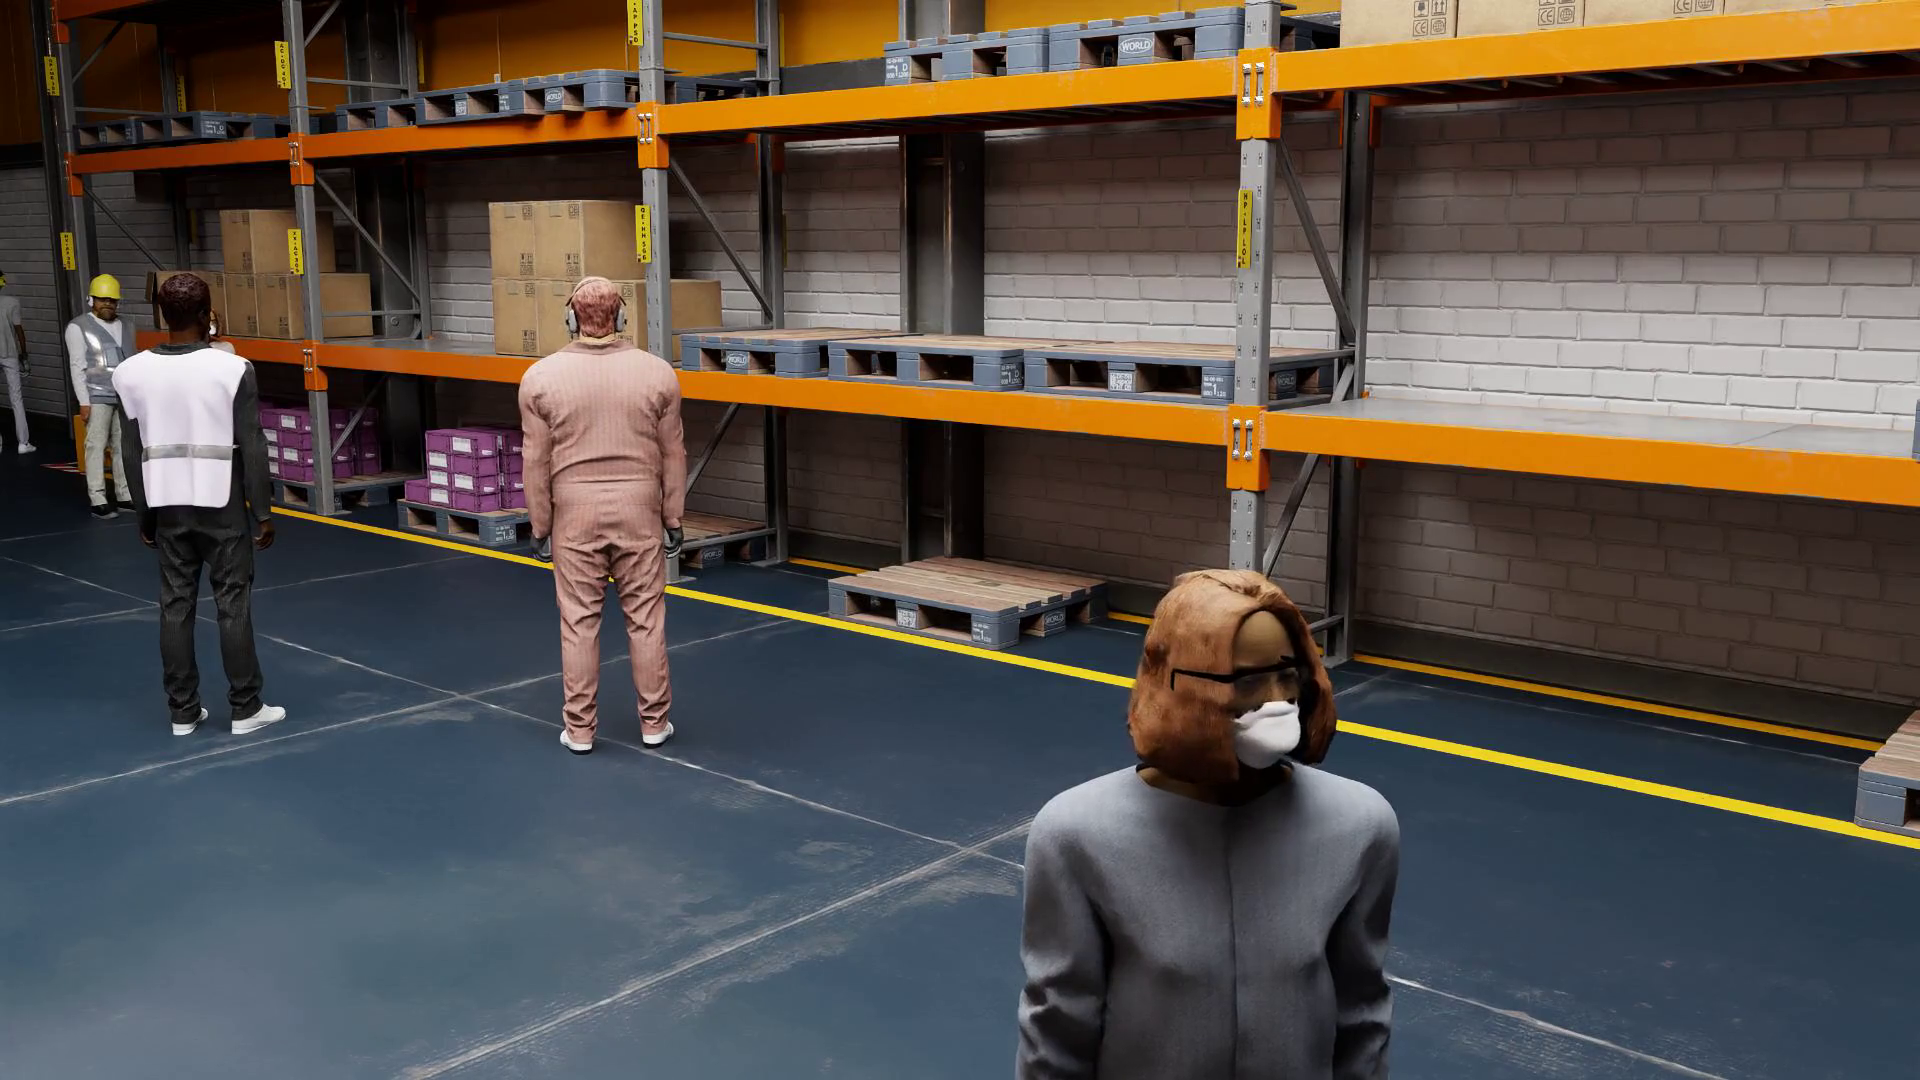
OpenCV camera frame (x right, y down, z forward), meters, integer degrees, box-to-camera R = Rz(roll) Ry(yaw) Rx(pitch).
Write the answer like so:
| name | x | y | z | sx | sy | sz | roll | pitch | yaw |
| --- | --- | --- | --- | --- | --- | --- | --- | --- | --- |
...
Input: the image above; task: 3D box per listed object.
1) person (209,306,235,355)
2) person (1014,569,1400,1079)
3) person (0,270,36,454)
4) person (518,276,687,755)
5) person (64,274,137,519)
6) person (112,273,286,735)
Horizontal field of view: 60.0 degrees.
| name | x | y | z | sx | sy | sz | roll | pitch | yaw |
| --- | --- | --- | --- | --- | --- | --- | --- | --- | --- |
| person | -5.460 | -0.901 | 12.100 | 0.282 | 1.625 | 0.493 | 6 | 12 | 30 |
| person | 0.321 | 0.839 | 2.155 | 0.507 | 1.636 | 0.277 | -2 | 10 | -10 |
| person | -9.446 | -1.770 | 16.362 | 0.521 | 1.865 | 0.327 | -4 | 11 | -19 |
| person | -1.417 | -0.091 | 6.668 | 0.642 | 1.913 | 0.409 | -3 | 10 | -15 |
| person | -6.412 | -1.084 | 12.563 | 0.404 | 1.828 | 0.591 | 4 | 11 | 22 |
| person | -3.149 | -0.134 | 6.889 | 0.593 | 1.920 | 0.392 | 0 | 10 | -1 |
